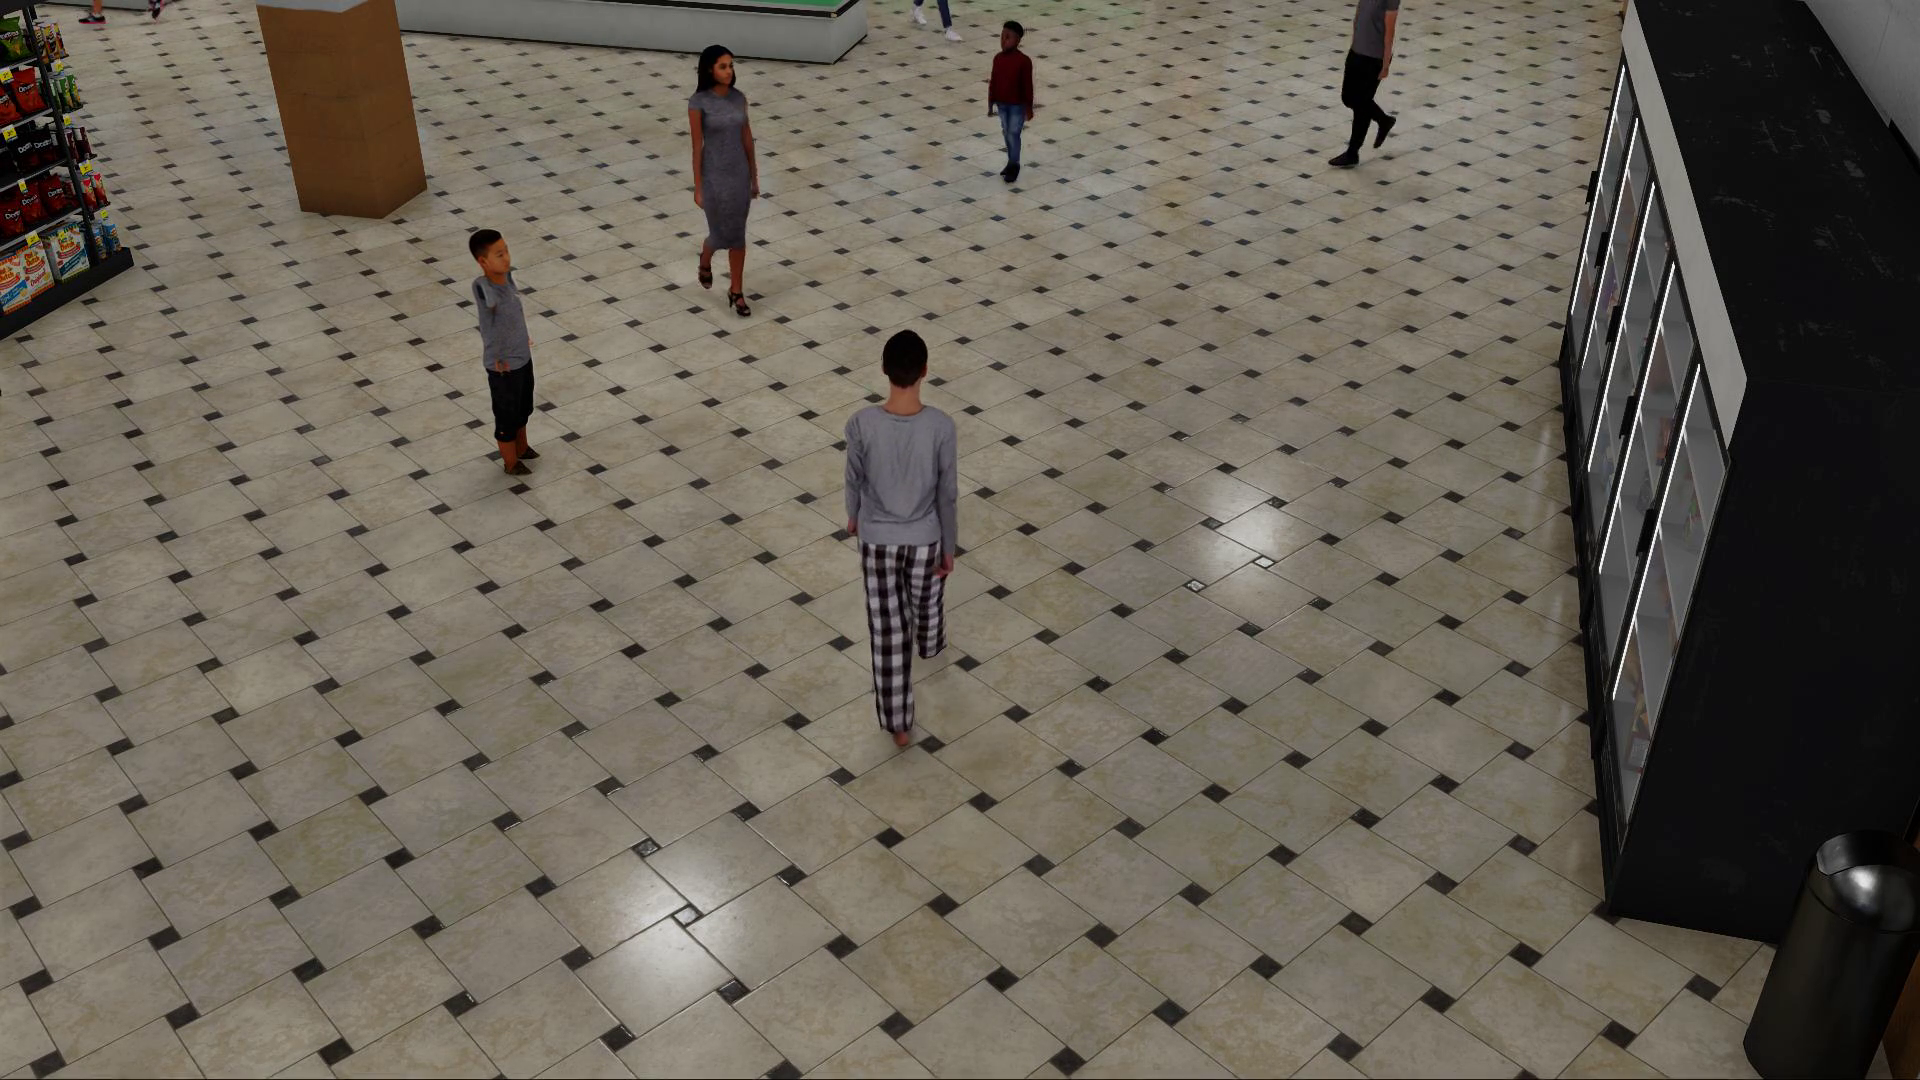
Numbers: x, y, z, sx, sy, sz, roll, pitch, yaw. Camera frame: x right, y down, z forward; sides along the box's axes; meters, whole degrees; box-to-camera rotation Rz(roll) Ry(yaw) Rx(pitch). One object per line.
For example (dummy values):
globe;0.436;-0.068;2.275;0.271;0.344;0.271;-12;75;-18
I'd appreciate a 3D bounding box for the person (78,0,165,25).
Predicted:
person;-8.756;-6.138;17.023;1.177;1.691;0.976;-9;33;-14

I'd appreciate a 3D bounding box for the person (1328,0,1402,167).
person;3.362;-3.890;13.368;1.051;1.736;0.955;-14;34;-21

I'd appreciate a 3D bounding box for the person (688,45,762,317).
person;-1.581;-2.332;10.832;0.804;1.771;0.875;-22;38;-31

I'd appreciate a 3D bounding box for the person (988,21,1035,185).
person;0.447;-3.493;13.196;0.618;1.244;0.668;20;37;29

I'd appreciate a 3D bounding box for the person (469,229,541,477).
person;-2.485;-1.058;9.081;0.534;1.456;0.588;4;32;7

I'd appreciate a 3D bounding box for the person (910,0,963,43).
person;-0.290;-5.936;16.657;1.169;1.735;1.252;-18;36;-26

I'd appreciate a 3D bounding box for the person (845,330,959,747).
person;-0.248;0.052;6.960;1.116;1.813;0.917;-2;32;-2
